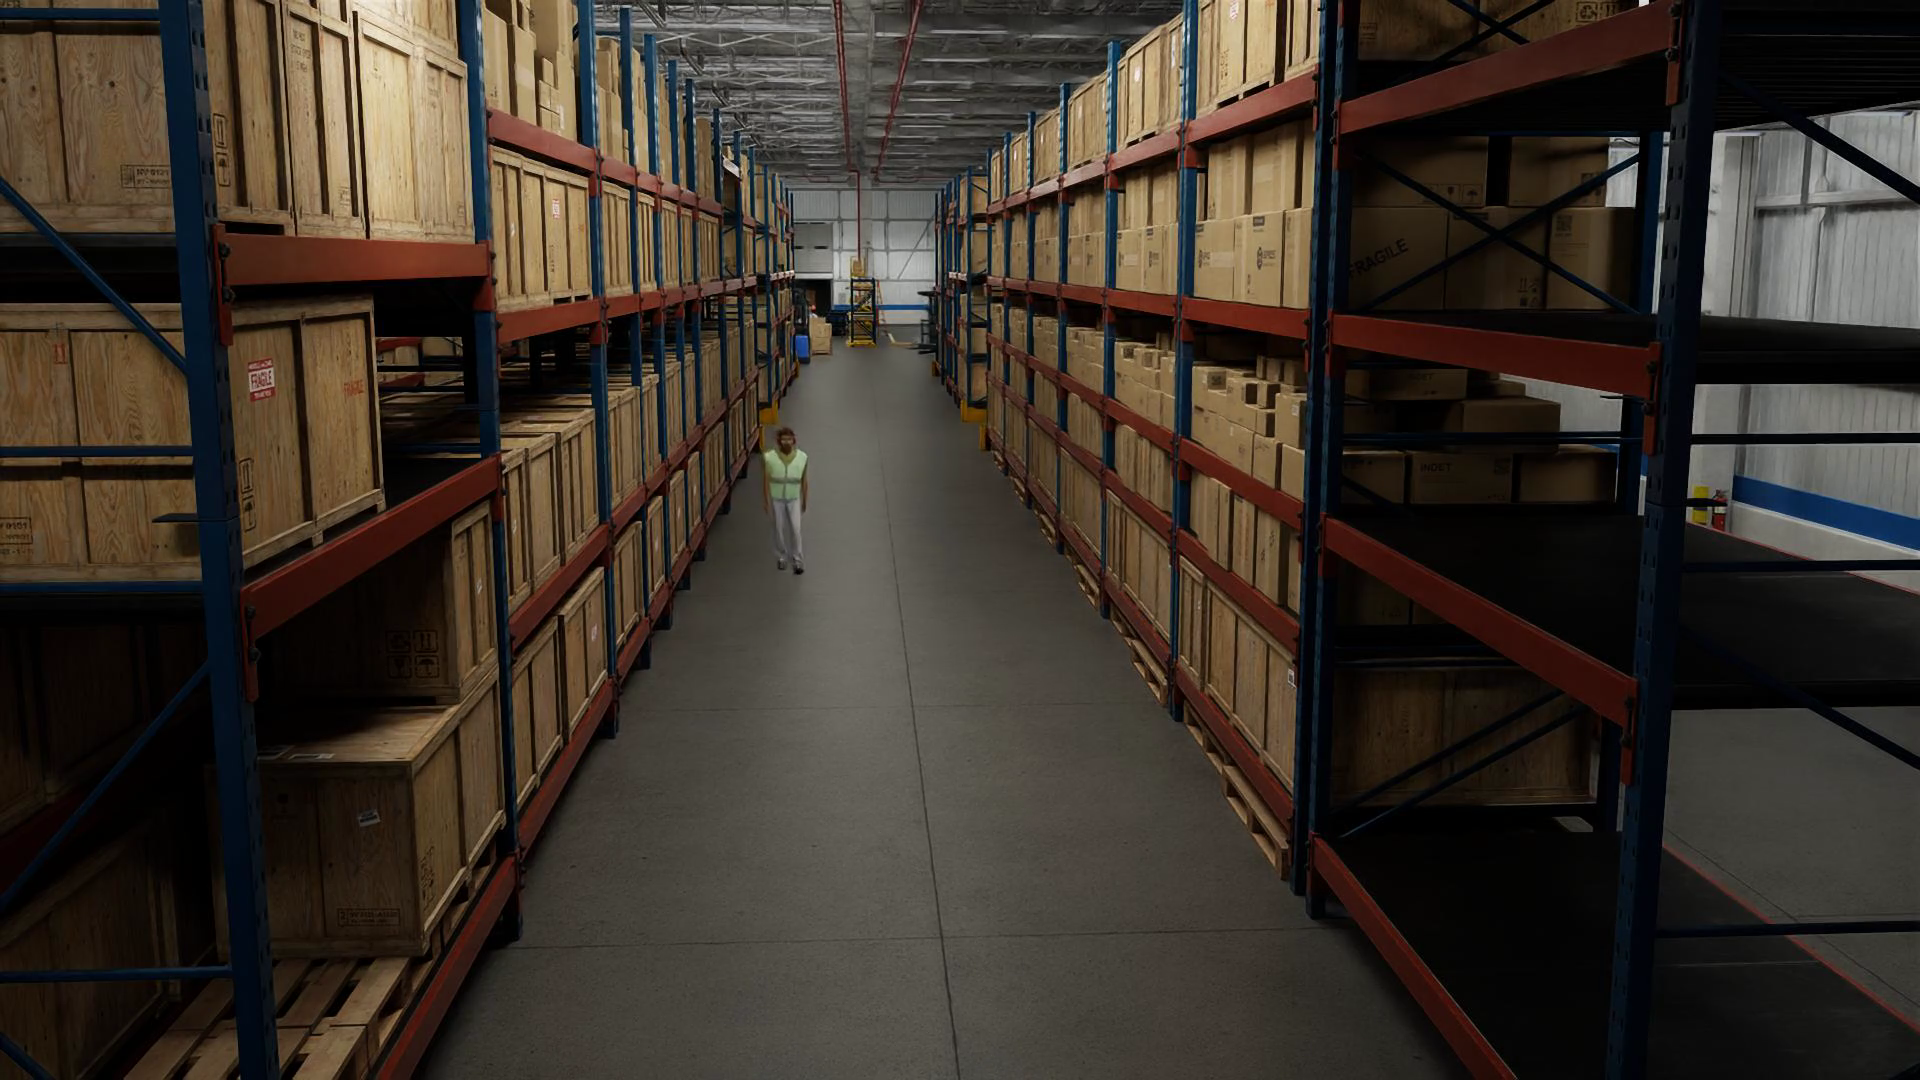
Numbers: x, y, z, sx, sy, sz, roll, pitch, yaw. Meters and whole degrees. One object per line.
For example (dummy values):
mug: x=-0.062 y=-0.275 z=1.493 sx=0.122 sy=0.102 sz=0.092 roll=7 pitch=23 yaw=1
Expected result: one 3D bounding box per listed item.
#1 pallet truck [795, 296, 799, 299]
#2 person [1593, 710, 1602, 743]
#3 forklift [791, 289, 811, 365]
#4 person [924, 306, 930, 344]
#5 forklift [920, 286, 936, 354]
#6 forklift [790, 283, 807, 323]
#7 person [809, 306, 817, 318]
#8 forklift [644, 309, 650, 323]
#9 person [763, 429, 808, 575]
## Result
pallet truck: x=-8.622 y=-12.439 z=91.403 sx=1.885 sy=1.965 sz=0.823 roll=2 pitch=10 yaw=13
person: x=5.075 y=0.762 z=12.917 sx=0.651 sy=1.881 sz=0.857 roll=0 pitch=10 yaw=1
forklift: x=-6.189 y=-7.979 z=62.129 sx=1.129 sy=2.768 sz=1.873 roll=-1 pitch=10 yaw=-3
person: x=-1.285 y=-9.552 z=74.569 sx=1.056 sy=1.855 sz=0.636 roll=0 pitch=10 yaw=1
forklift: x=-0.609 y=-9.092 z=68.776 sx=1.129 sy=2.768 sz=1.873 roll=9 pitch=13 yaw=42
forklift: x=-7.801 y=-10.935 z=79.789 sx=1.129 sy=2.768 sz=1.873 roll=-5 pitch=11 yaw=-30
person: x=-6.433 y=-9.284 z=72.781 sx=0.543 sy=1.928 sz=0.400 roll=9 pitch=13 yaw=42
forklift: x=-9.712 y=-6.349 z=52.395 sx=1.873 sy=2.768 sz=1.129 roll=0 pitch=10 yaw=1
person: x=-2.141 y=-0.472 z=20.526 sx=0.576 sy=1.790 sz=0.977 roll=-2 pitch=10 yaw=-13
